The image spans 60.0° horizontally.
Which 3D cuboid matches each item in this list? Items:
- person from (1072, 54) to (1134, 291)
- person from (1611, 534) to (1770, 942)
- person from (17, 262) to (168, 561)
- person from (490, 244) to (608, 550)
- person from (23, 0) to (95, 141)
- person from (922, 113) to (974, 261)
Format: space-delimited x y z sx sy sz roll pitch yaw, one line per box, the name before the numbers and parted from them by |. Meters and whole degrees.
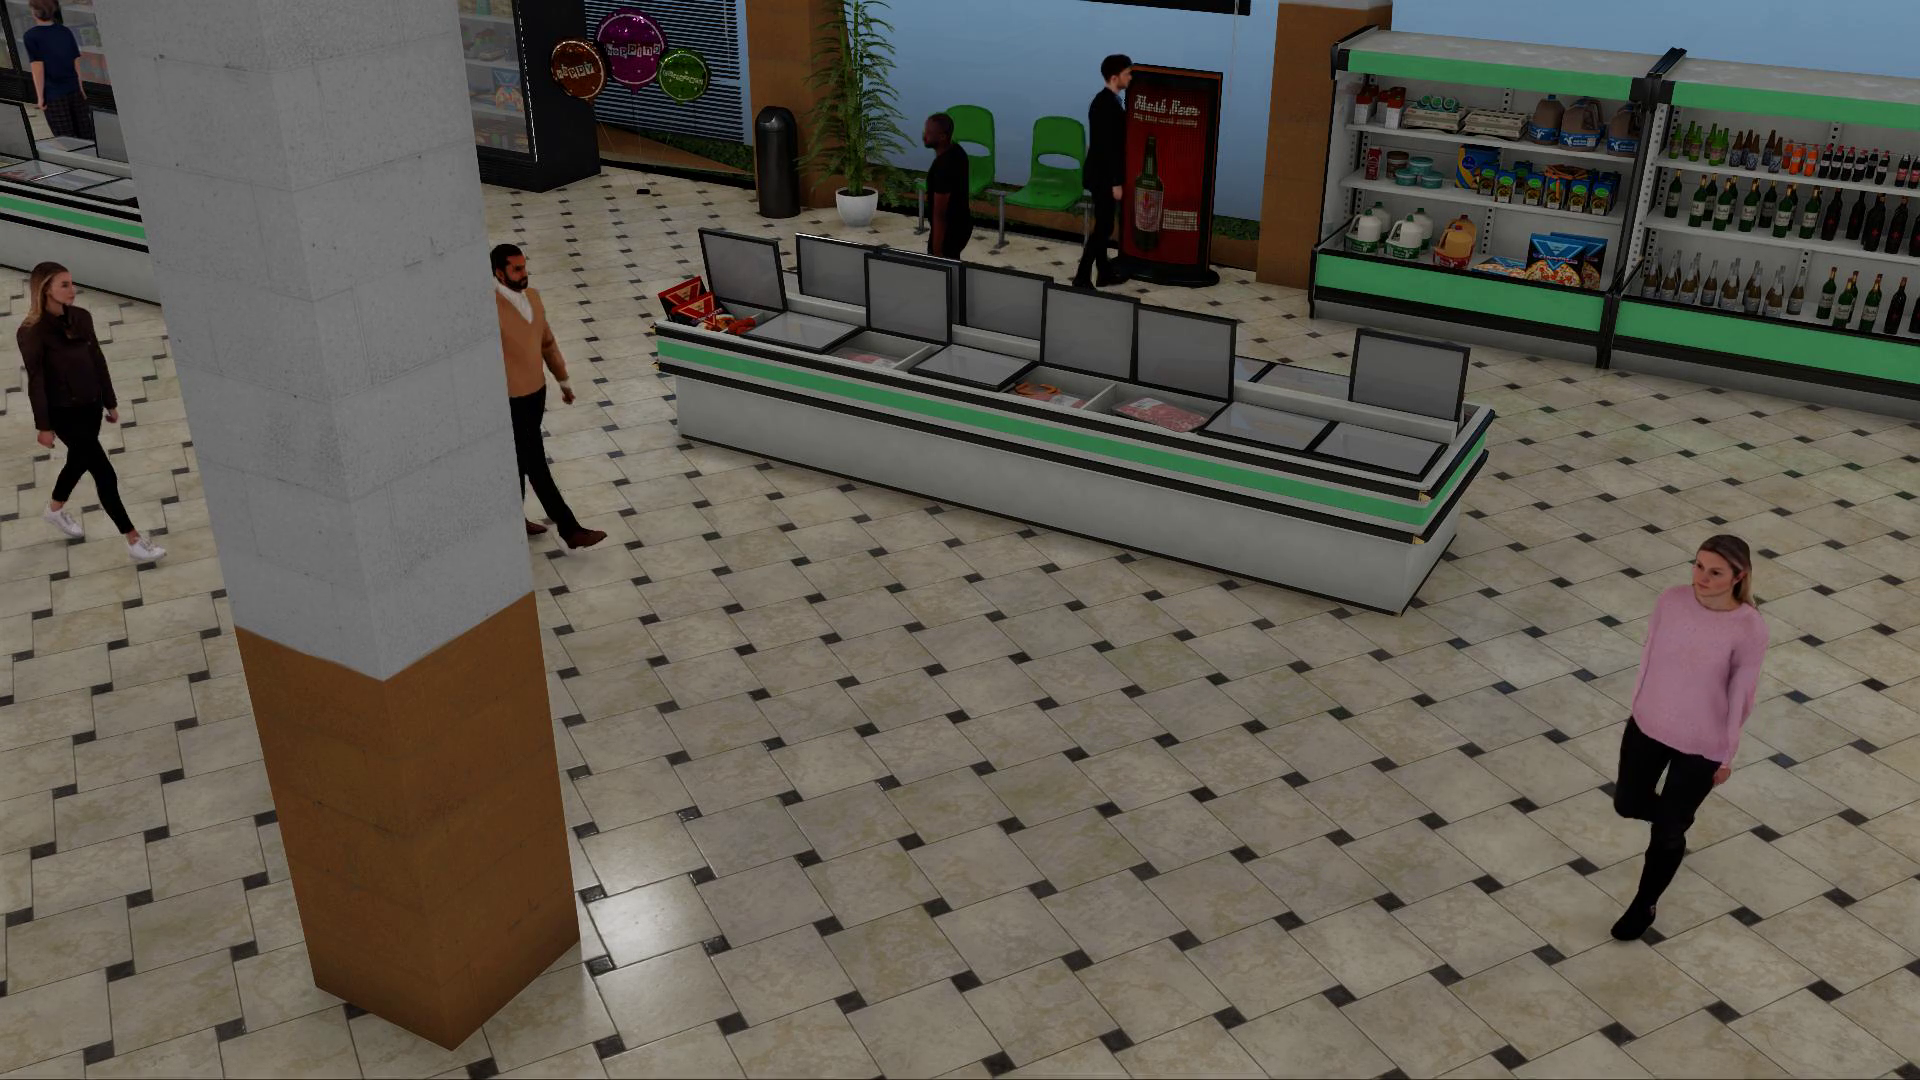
person | 1.147 -2.898 13.192 0.969 1.885 0.970 -4 27 -9
person | 2.769 0.718 6.293 0.833 1.676 0.886 -21 34 -36
person | -4.888 -0.691 9.090 1.179 1.659 0.766 8 28 16
person | -2.506 -0.788 9.207 1.084 1.725 0.790 10 28 18
person | -8.559 -4.244 15.861 0.531 1.871 0.659 15 31 27
person | 0.005 -2.114 11.746 1.029 1.795 0.857 7 28 13
